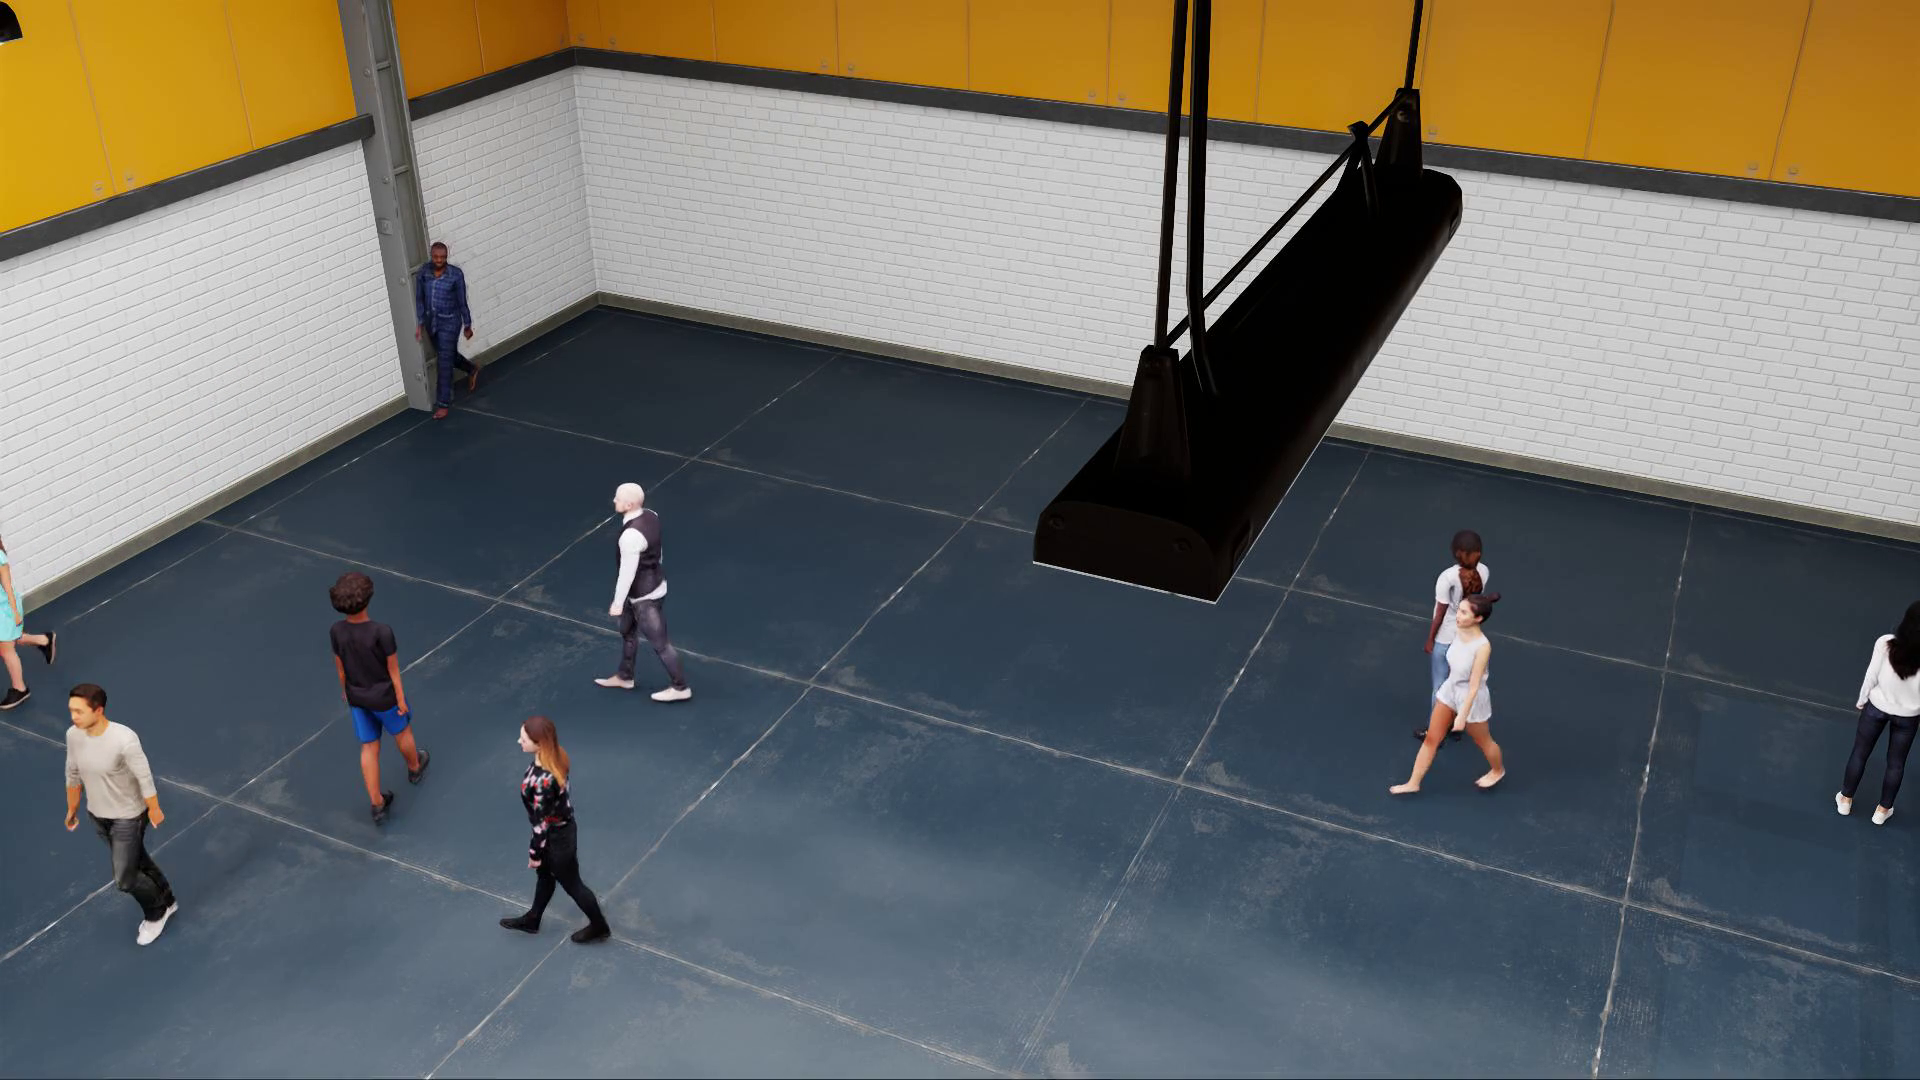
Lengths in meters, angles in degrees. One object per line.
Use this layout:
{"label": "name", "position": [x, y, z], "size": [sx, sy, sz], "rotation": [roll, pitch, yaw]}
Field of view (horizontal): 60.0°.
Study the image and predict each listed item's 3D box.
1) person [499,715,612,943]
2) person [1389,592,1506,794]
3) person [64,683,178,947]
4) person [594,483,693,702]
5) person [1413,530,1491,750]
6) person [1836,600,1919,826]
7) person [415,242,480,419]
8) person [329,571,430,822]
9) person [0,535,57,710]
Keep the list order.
{"label": "person", "position": [-2.345, 1.758, 9.947], "size": [0.946, 1.657, 0.956], "rotation": [-3, 29, -6]}
{"label": "person", "position": [3.509, 1.072, 11.295], "size": [1.095, 1.571, 1.073], "rotation": [-8, 30, -14]}
{"label": "person", "position": [-5.041, 1.594, 10.099], "size": [0.661, 1.798, 0.634], "rotation": [11, 30, 19]}
{"label": "person", "position": [-2.234, 0.420, 12.256], "size": [1.021, 1.794, 1.061], "rotation": [-1, 29, -3]}
{"label": "person", "position": [3.517, 0.695, 11.829], "size": [0.649, 1.720, 0.731], "rotation": [-13, 31, -23]}
{"label": "person", "position": [6.207, 1.126, 11.061], "size": [0.638, 1.698, 0.579], "rotation": [16, 32, 27]}
{"label": "person", "position": [-5.250, -2.212, 17.101], "size": [0.792, 1.775, 1.193], "rotation": [10, 30, 17]}
{"label": "person", "position": [-3.944, 1.069, 11.093], "size": [0.876, 1.768, 1.090], "rotation": [1, 29, 2]}
{"label": "person", "position": [-7.122, 0.467, 12.429], "size": [0.589, 1.545, 0.918], "rotation": [11, 30, 18]}
